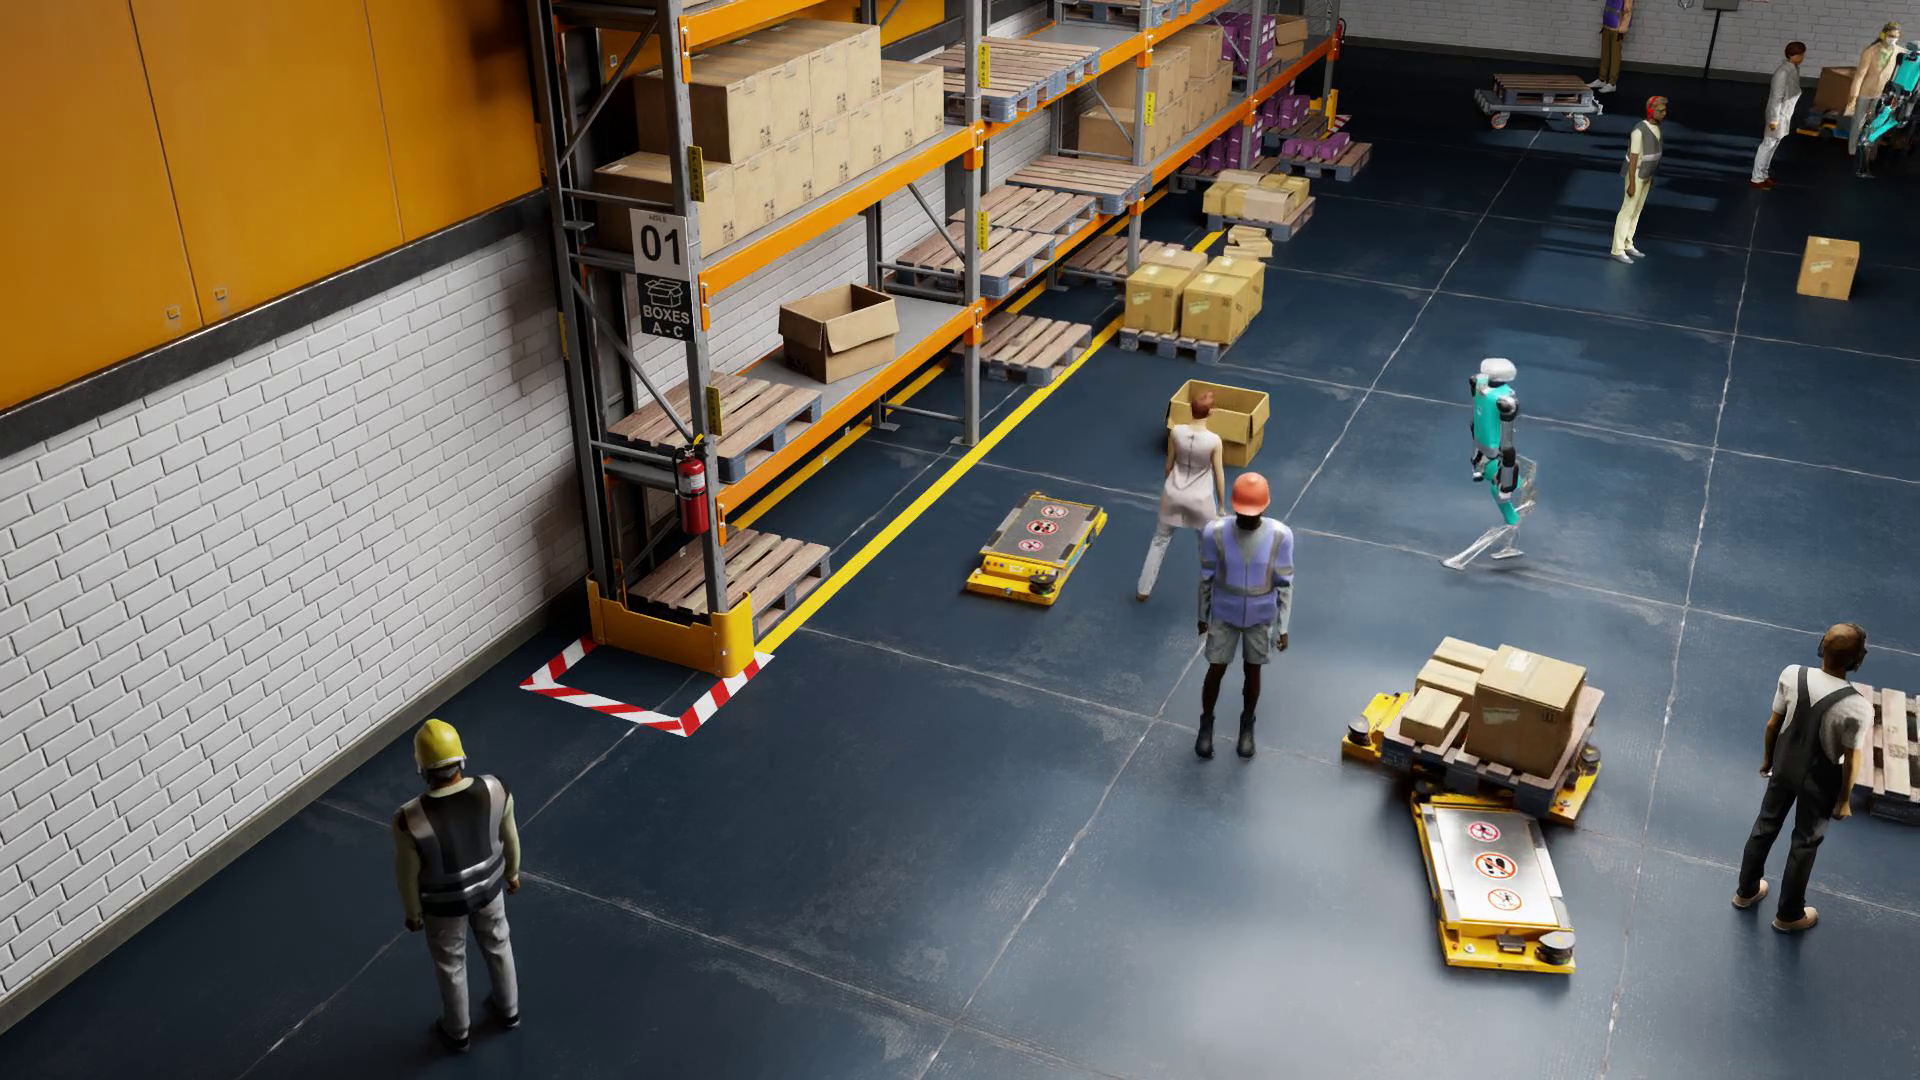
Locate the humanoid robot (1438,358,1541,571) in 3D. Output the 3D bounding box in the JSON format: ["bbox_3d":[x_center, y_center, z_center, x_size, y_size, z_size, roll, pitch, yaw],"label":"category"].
[{"bbox_3d":[4.008,-0.520,12.121,0.981,1.720,0.544,-6,29,-11],"label":"humanoid robot"}]

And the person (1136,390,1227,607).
[{"bbox_3d":[1.620,-0.275,11.804,0.599,1.640,0.405,12,31,22],"label":"person"}]

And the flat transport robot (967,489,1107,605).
[{"bbox_3d":[0.607,0.038,12.658,0.659,0.231,1.431,10,30,19],"label":"flat transport robot"}]

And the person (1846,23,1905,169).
[{"bbox_3d":[12.029,-5.840,21.902,0.573,1.844,0.867,11,30,19],"label":"person"}]

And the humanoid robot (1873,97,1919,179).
[{"bbox_3d":[12.261,-5.480,21.403,0.362,1.654,0.600,-6,29,-11],"label":"humanoid robot"}]

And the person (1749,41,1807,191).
[{"bbox_3d":[10.372,-5.368,21.037,0.363,1.830,0.517,22,35,35],"label":"person"}]

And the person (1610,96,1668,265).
[{"bbox_3d":[7.569,-4.028,18.537,0.391,1.846,0.563,24,36,37],"label":"person"}]

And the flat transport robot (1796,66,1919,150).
[{"bbox_3d":[12.625,-5.751,23.392,1.431,0.231,0.659,22,35,35],"label":"flat transport robot"}]

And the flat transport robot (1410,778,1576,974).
[{"bbox_3d":[2.952,1.853,9.292,0.659,0.231,1.431,3,28,5],"label":"flat transport robot"}]

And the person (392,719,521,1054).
[{"bbox_3d":[-2.400,1.665,8.011,0.600,1.820,0.403,-22,35,-35],"label":"person"}]

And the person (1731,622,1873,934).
[{"bbox_3d":[4.457,1.247,8.758,0.346,1.843,0.503,-17,33,-29],"label":"person"}]

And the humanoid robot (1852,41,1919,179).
[{"bbox_3d":[11.848,-5.447,21.350,0.805,1.837,0.551,-8,29,-15],"label":"humanoid robot"}]

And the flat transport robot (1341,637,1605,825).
[{"bbox_3d":[3.167,1.306,10.306,1.431,0.231,0.659,17,33,28],"label":"flat transport robot"}]

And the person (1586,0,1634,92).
[{"bbox_3d":[10.108,-7.914,25.652,0.403,1.930,0.547,-6,29,-10],"label":"person"}]

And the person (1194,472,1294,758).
[{"bbox_3d":[1.724,0.455,10.144,0.563,1.926,0.388,3,28,6],"label":"person"}]
